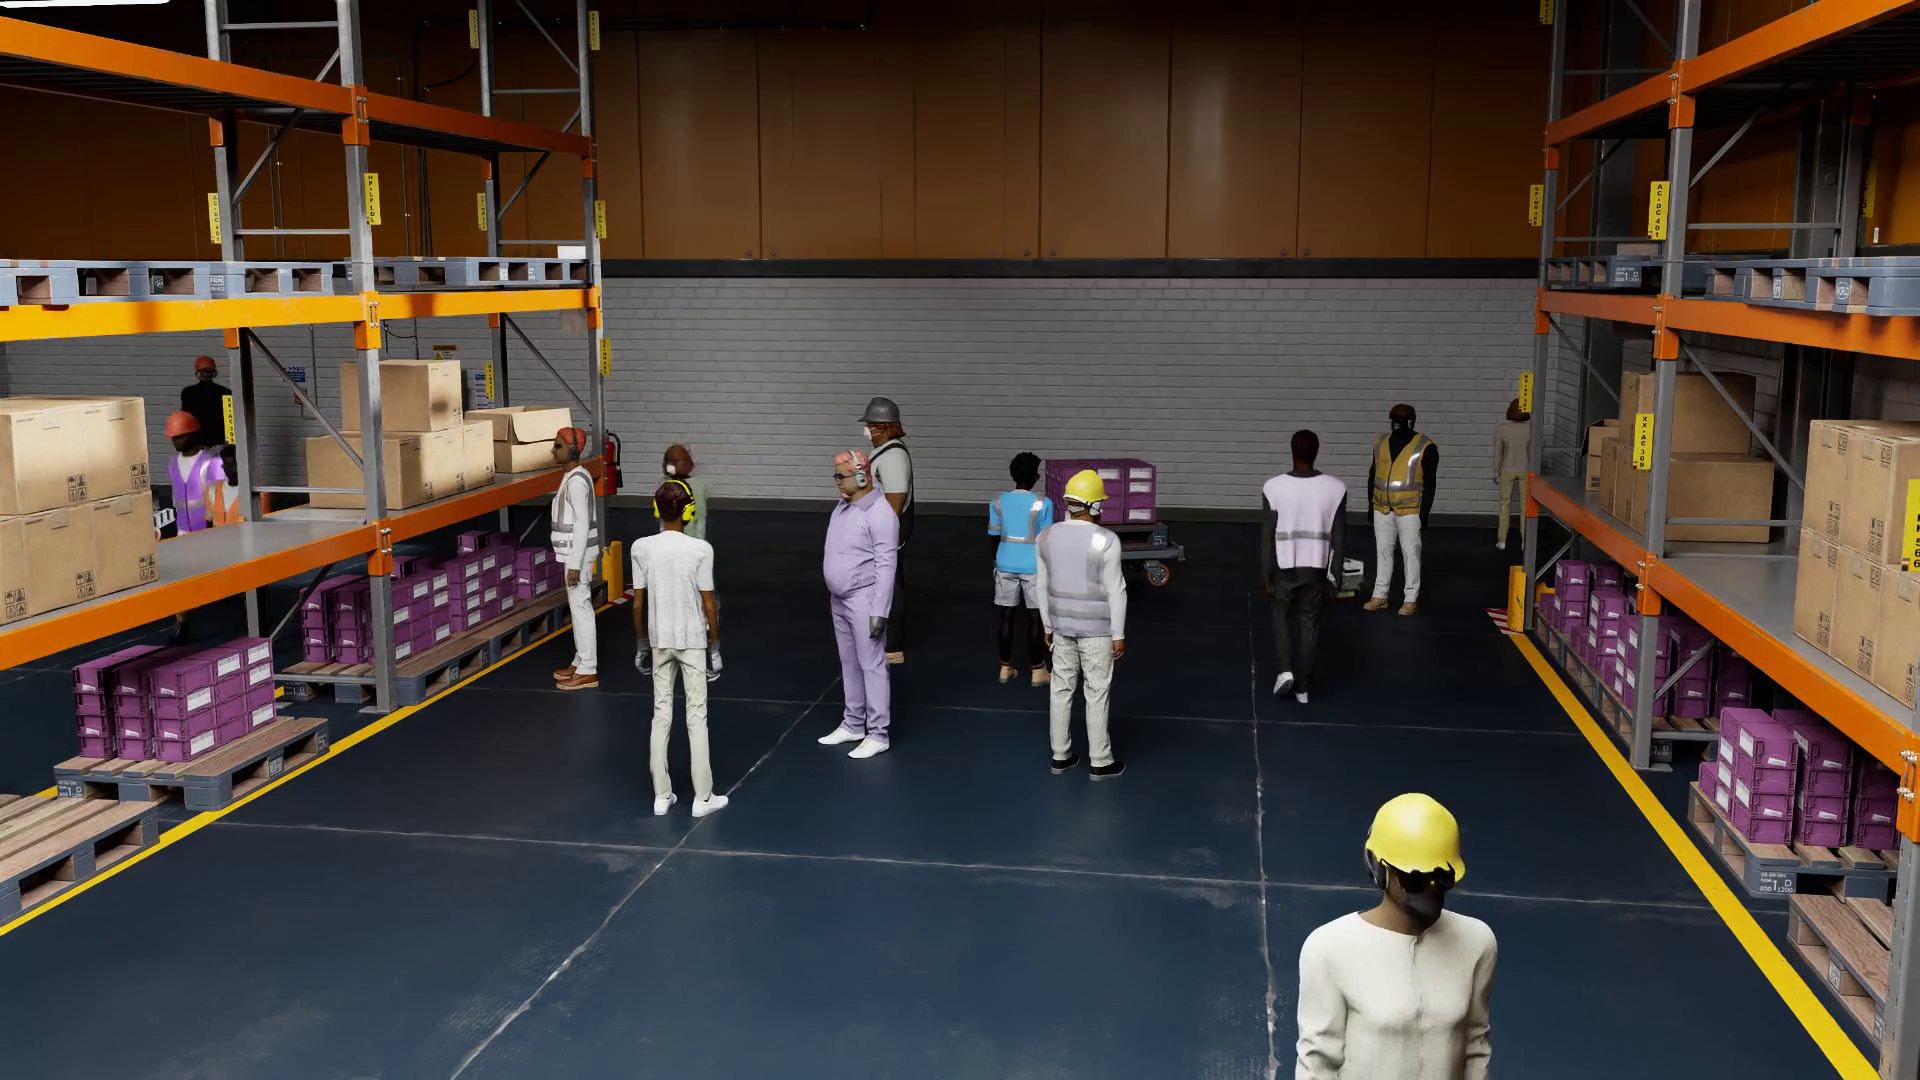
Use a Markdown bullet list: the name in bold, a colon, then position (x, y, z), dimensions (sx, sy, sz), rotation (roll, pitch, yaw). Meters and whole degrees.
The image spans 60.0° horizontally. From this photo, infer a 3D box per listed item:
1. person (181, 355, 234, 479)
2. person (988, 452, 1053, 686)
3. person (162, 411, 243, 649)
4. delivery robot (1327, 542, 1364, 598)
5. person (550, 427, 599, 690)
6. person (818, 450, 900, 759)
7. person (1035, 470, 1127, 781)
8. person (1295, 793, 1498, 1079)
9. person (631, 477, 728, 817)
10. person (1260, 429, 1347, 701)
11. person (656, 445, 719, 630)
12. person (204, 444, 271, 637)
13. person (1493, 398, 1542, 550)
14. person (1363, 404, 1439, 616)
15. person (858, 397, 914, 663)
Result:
- **person**: position (-8.988, -1.209, 19.869), dimensions (0.668, 1.986, 0.444), rotation (-9, 13, -44)
- **person**: position (0.456, 0.211, 12.019), dimensions (0.532, 1.692, 0.322), rotation (5, 11, 30)
- **person**: position (-6.103, -0.115, 13.448), dimensions (0.549, 1.896, 0.970), rotation (2, 9, 11)
- **delivery robot**: position (3.298, 0.255, 14.959), dimensions (0.477, 0.478, 0.707), rotation (-4, 10, -26)
- **person**: position (-2.773, 0.126, 11.953), dimensions (0.350, 1.884, 0.583), rotation (-2, 10, -15)
- **person**: position (-0.642, 0.390, 10.280), dimensions (0.407, 1.902, 0.639), rotation (-6, 11, -31)
- **person**: position (0.734, 0.500, 9.805), dimensions (0.586, 1.833, 0.403), rotation (6, 11, 34)
- **person**: position (1.060, 1.467, 4.049), dimensions (0.524, 1.768, 0.311), rotation (-2, 10, -15)
- **person**: position (-1.544, 0.590, 9.136), dimensions (0.515, 1.873, 0.329), rotation (2, 9, 12)
- **person**: position (2.382, 0.185, 11.553), dimensions (0.591, 1.904, 0.437), rotation (1, 9, 6)
- **person**: position (-2.254, 0.008, 13.583), dimensions (0.512, 1.590, 0.846), rotation (5, 10, 26)
- **person**: position (-5.526, 0.086, 12.789), dimensions (0.561, 1.683, 0.626), rotation (2, 9, 13)
- **person**: position (5.966, -0.703, 17.828), dimensions (0.500, 1.636, 0.283), rotation (3, 10, 16)
- **person**: position (3.831, -0.269, 14.525), dimensions (0.626, 1.844, 0.429), rotation (8, 12, 42)
- **person**: position (-0.620, -0.076, 12.717), dimensions (0.536, 2.000, 0.672), rotation (-1, 9, -4)
